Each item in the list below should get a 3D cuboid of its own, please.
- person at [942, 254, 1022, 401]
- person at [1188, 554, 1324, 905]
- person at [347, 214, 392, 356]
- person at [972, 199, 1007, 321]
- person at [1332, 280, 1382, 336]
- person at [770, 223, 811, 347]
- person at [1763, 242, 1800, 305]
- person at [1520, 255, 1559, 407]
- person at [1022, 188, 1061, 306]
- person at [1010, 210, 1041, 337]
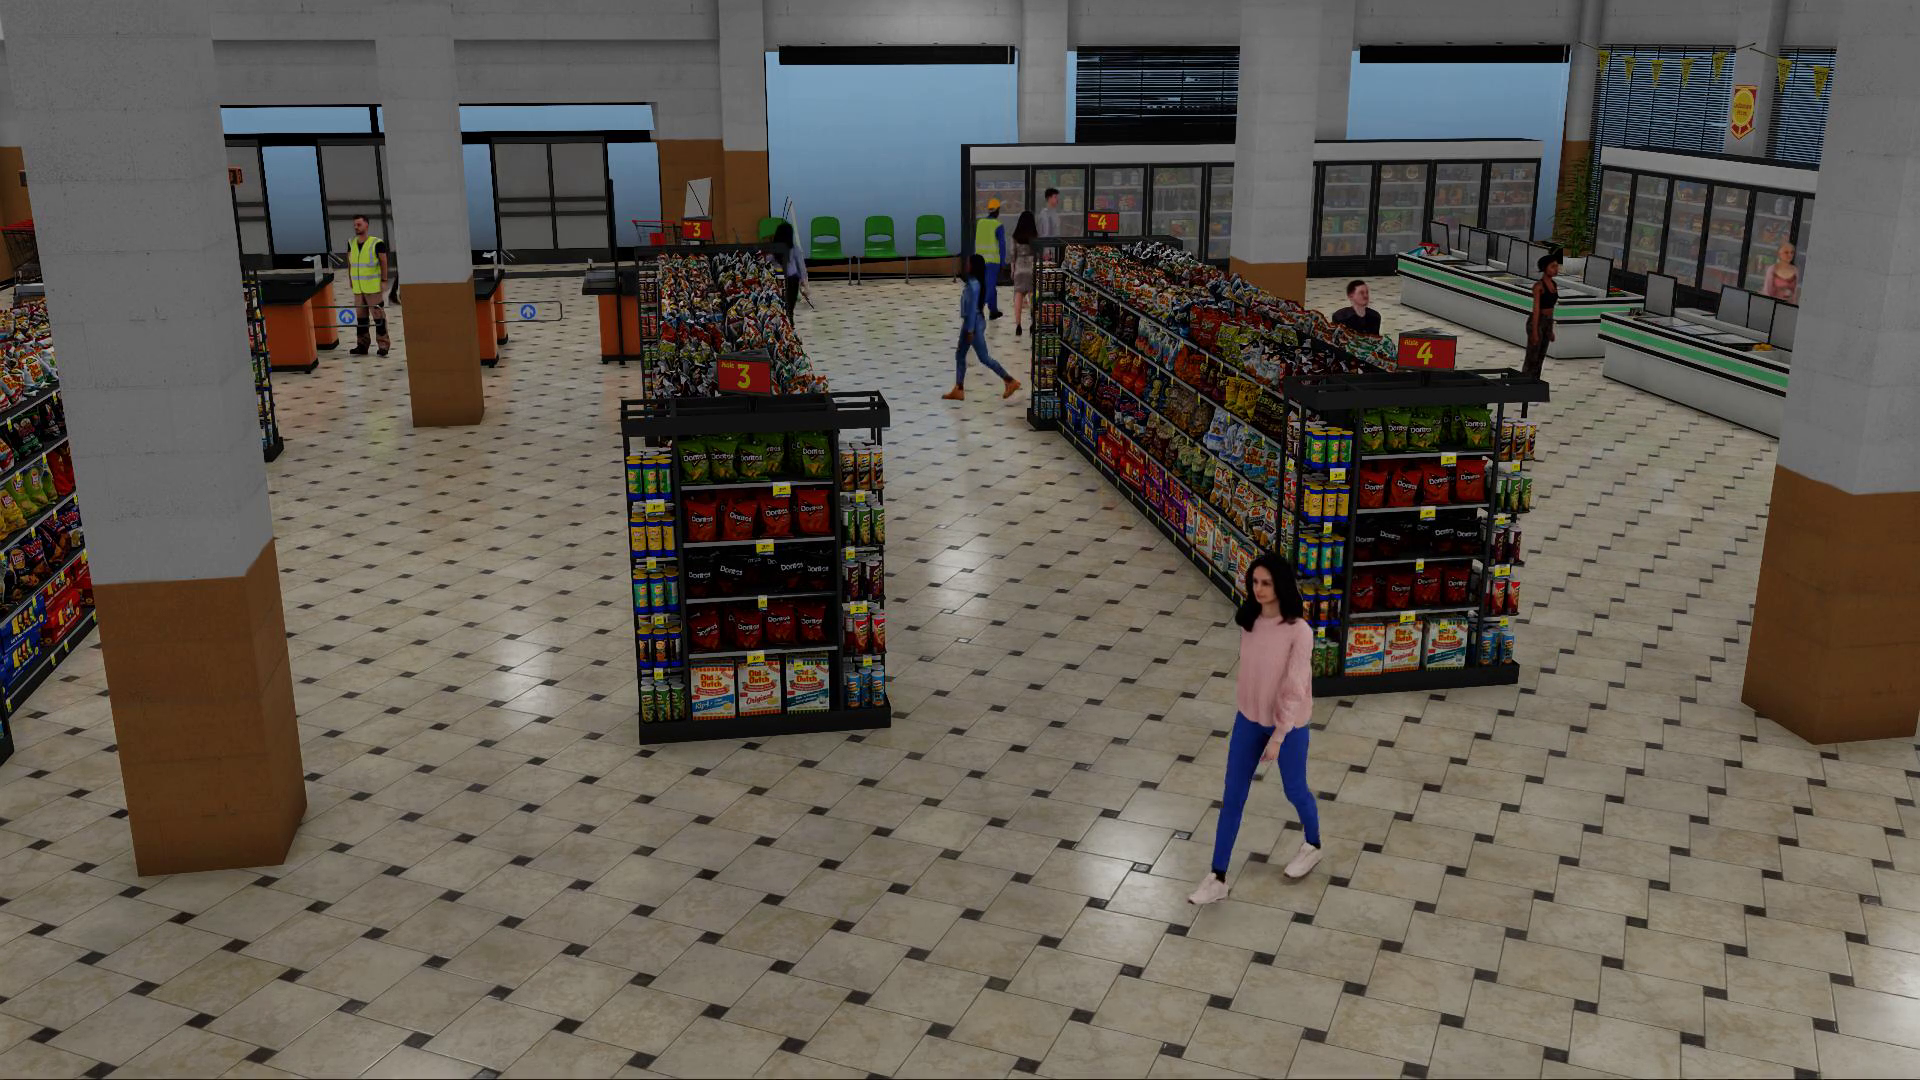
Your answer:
[{"bbox_3d":[0.260,-2.384,18.959,0.861,1.680,1.145,1,17,3],"label":"person"},{"bbox_3d":[1.570,0.910,8.035,1.085,1.725,1.166,-14,22,-39],"label":"person"},{"bbox_3d":[-7.801,-3.358,21.879,0.800,1.847,0.830,3,17,9],"label":"person"},{"bbox_3d":[0.370,-4.004,24.147,1.221,1.765,1.255,12,21,35],"label":"person"},{"bbox_3d":[3.791,-1.585,16.040,0.750,1.848,0.630,-5,18,-17],"label":"person"},{"bbox_3d":[-2.282,-3.222,21.687,1.057,1.698,1.257,7,18,21],"label":"person"},{"bbox_3d":[9.935,-2.774,20.226,0.610,1.691,0.583,-2,17,-5],"label":"person"},{"bbox_3d":[6.638,-2.413,19.020,0.660,1.699,0.682,-13,21,-38],"label":"person"},{"bbox_3d":[1.280,-4.456,25.550,1.088,1.816,1.120,8,19,26],"label":"person"},{"bbox_3d":[0.926,-3.731,23.283,0.661,1.746,0.634,3,17,11],"label":"person"}]
